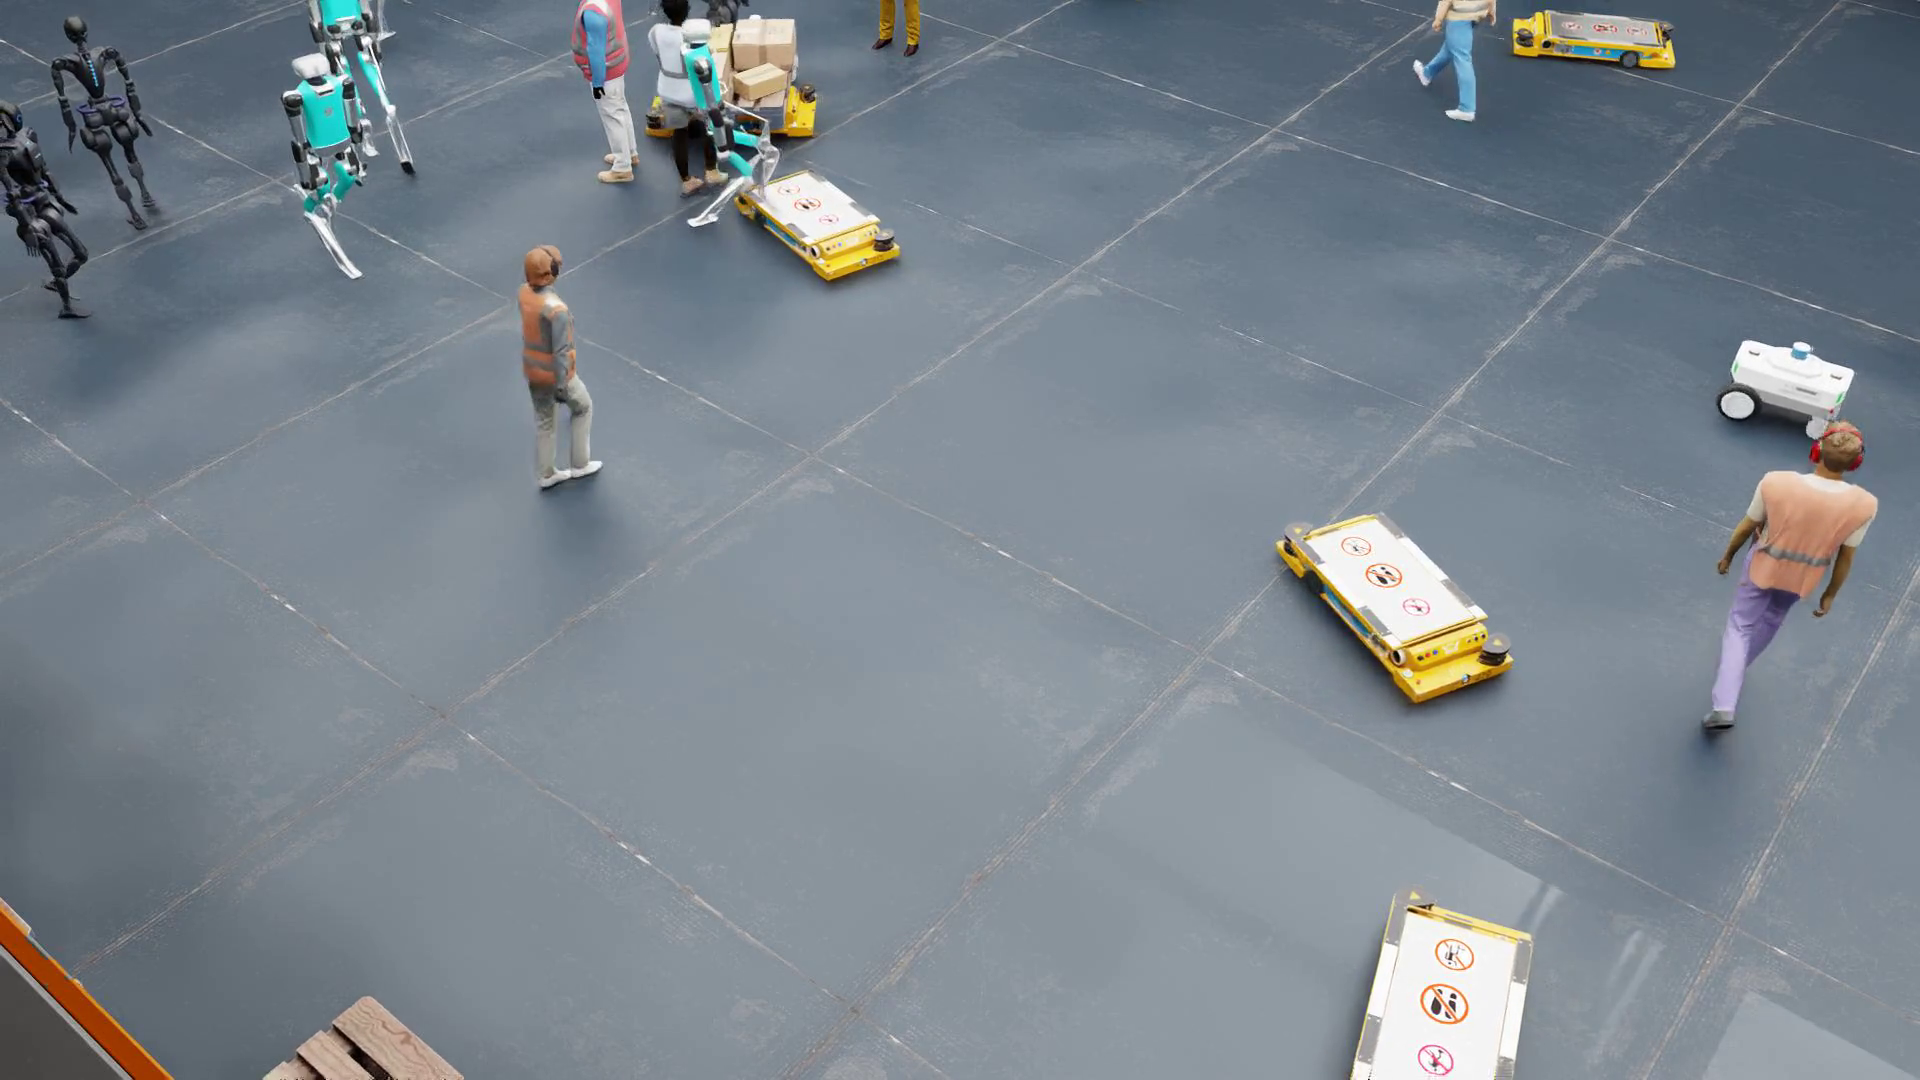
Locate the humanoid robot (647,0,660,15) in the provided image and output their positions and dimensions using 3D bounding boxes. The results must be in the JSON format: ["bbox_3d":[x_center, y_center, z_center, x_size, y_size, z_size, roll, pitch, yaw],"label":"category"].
[{"bbox_3d":[-2.798,-5.745,15.720,0.541,1.788,0.855,-29,48,-29],"label":"humanoid robot"}]

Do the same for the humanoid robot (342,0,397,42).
[{"bbox_3d":[-5.559,-5.203,15.090,1.033,1.745,0.543,-24,46,-26],"label":"humanoid robot"}]

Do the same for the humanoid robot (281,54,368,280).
[{"bbox_3d":[-4.727,-2.776,12.236,0.910,1.817,0.545,33,50,32],"label":"humanoid robot"}]

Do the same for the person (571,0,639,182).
[{"bbox_3d":[-2.860,-3.771,13.313,0.431,1.836,0.629,0,40,0],"label":"person"}]

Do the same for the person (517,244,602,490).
[{"bbox_3d":[-2.535,-1.037,10.259,0.532,1.595,0.511,31,49,31],"label":"person"}]

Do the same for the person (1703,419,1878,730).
[{"bbox_3d":[4.279,0.207,8.649,0.595,1.812,0.848,11,41,12],"label":"person"}]

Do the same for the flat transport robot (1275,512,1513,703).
[{"bbox_3d":[2.506,0.335,9.684,0.659,0.231,1.431,-16,43,-18],"label":"flat transport robot"}]

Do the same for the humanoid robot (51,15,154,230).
[{"bbox_3d":[-6.580,-3.214,12.779,0.608,1.644,0.478,-28,48,-29],"label":"humanoid robot"}]

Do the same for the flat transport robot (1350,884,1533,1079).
[{"bbox_3d":[2.152,2.216,7.471,0.659,0.231,1.431,14,42,16],"label":"flat transport robot"}]

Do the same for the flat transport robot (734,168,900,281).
[{"bbox_3d":[-1.138,-2.499,13.018,0.659,0.231,1.431,-25,46,-26],"label":"flat transport robot"}]

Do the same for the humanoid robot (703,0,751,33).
[{"bbox_3d":[-2.032,-4.715,14.535,0.358,1.652,0.615,11,42,13],"label":"humanoid robot"}]

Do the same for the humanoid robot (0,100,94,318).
[{"bbox_3d":[-6.511,-2.317,11.715,0.374,1.642,0.610,0,40,0],"label":"humanoid robot"}]

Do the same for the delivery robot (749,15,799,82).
[{"bbox_3d":[-1.872,-4.457,15.113,0.792,0.611,0.499,0,40,0],"label":"delivery robot"}]

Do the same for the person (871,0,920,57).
[{"bbox_3d":[-0.591,-5.294,15.159,0.535,1.753,0.338,20,44,21],"label":"person"}]

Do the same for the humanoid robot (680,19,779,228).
[{"bbox_3d":[-1.668,-3.137,12.644,0.911,1.743,0.560,-12,42,-14],"label":"humanoid robot"}]

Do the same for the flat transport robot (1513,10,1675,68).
[{"bbox_3d":[5.944,-4.702,15.609,1.431,0.231,0.659,9,41,10],"label":"flat transport robot"}]

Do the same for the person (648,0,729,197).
[{"bbox_3d":[-2.142,-3.562,13.171,0.538,1.684,0.511,18,44,20],"label":"person"}]

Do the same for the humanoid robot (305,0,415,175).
[{"bbox_3d":[-4.804,-3.810,13.447,0.567,1.772,0.987,-26,47,-27],"label":"humanoid robot"}]

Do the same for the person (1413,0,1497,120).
[{"bbox_3d":[4.323,-4.561,14.368,0.520,1.654,1.002,-22,45,-24],"label":"person"}]

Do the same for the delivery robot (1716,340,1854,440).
[{"bbox_3d":[5.492,-1.044,11.096,0.797,0.608,0.499,22,45,24],"label":"delivery robot"}]

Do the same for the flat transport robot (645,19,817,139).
[{"bbox_3d":[-1.983,-3.739,14.476,1.431,0.231,0.659,0,40,0],"label":"flat transport robot"}]
